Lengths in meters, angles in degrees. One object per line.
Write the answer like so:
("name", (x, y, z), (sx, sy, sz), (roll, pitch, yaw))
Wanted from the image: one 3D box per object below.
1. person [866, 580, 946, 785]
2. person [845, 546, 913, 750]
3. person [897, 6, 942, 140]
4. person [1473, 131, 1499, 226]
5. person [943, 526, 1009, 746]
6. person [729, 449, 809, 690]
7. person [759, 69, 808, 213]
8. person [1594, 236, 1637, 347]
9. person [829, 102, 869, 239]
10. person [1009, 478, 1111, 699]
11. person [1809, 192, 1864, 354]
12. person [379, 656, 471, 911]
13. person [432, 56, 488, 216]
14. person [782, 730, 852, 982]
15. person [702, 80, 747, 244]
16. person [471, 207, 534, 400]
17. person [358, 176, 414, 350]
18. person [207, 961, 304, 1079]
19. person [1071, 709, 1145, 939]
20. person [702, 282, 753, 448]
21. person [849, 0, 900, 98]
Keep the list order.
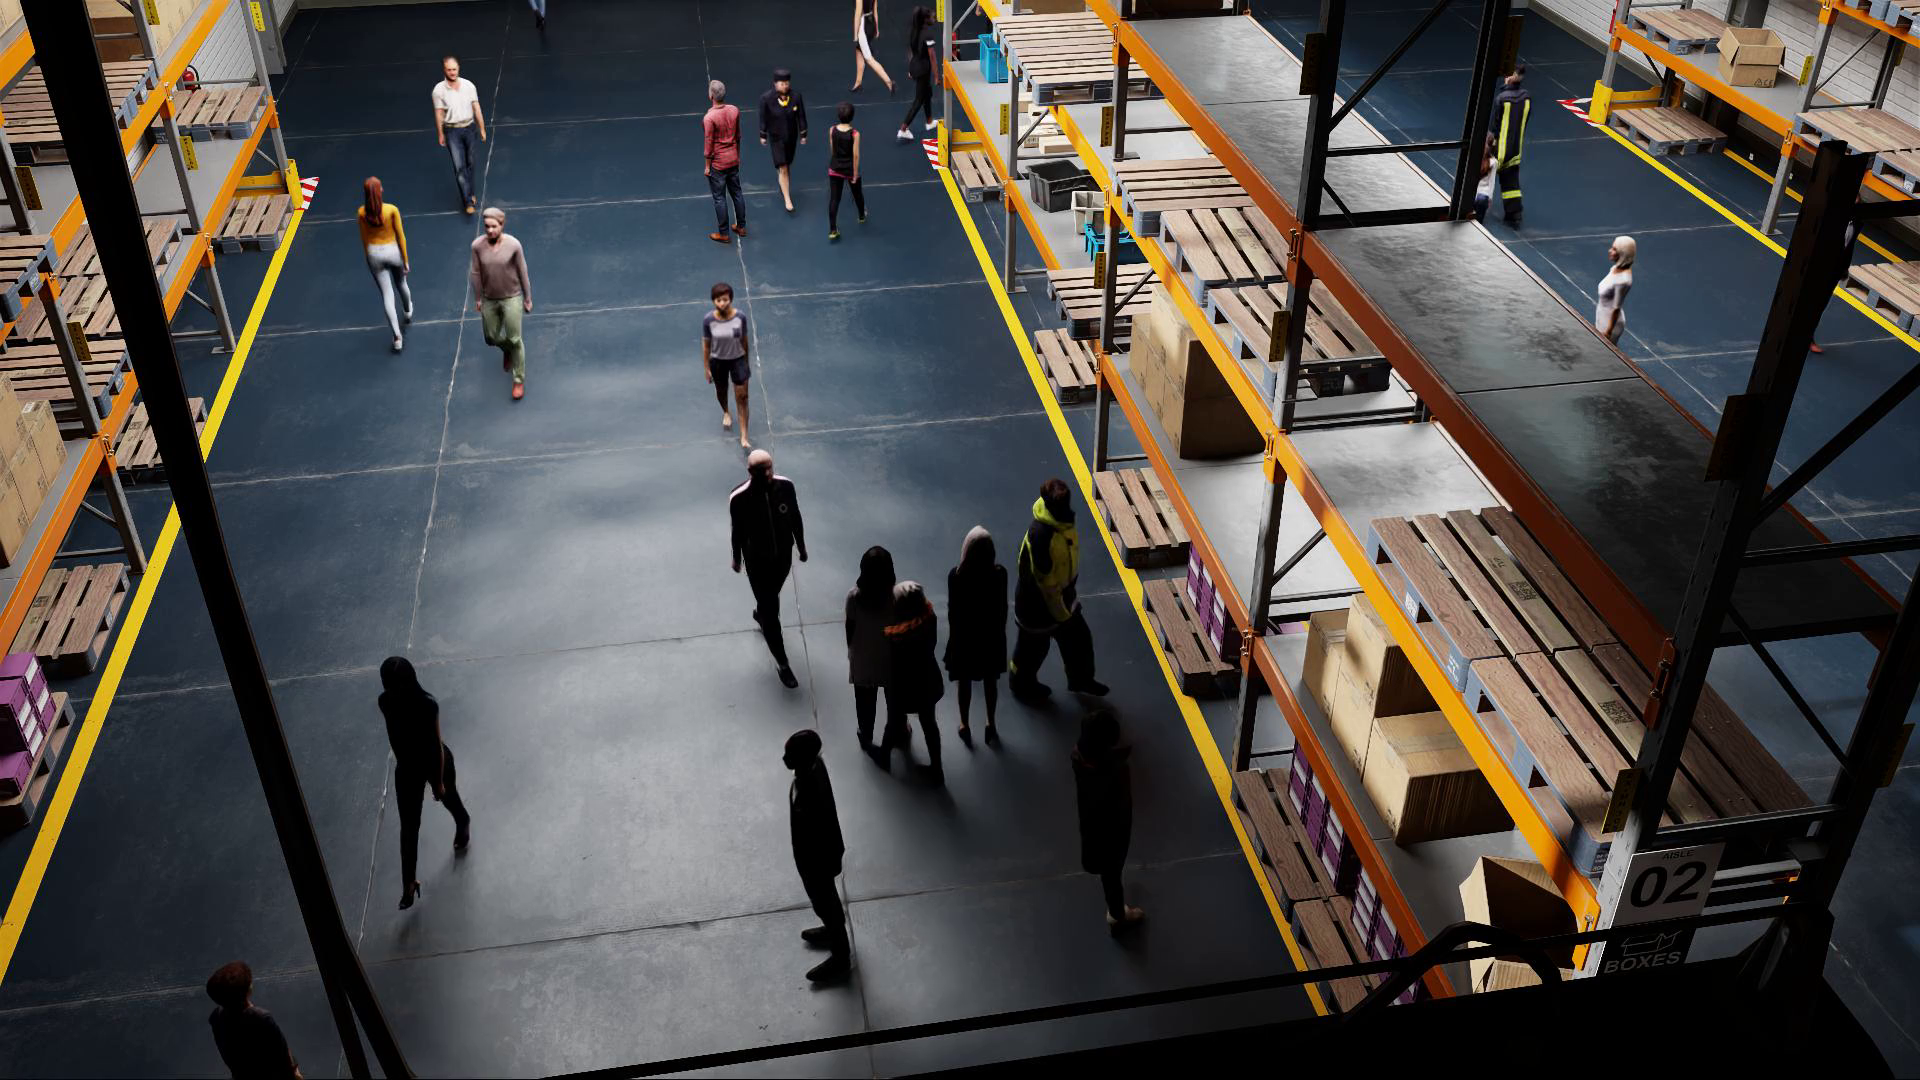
("person", (-0.250, 0.974, 11.094), (0.994, 1.612, 0.901), (27, 42, 34))
("person", (-0.556, 0.749, 11.434), (0.664, 1.610, 0.685), (-1, 34, -1))
("person", (-0.544, -6.010, 21.517), (0.929, 1.705, 1.093), (-20, 38, -27))
("person", (5.633, -3.689, 18.169), (0.627, 1.544, 0.718), (7, 34, 10))
("person", (0.119, 0.662, 11.445), (0.611, 1.743, 0.573), (-3, 34, -5))
("person", (-1.447, 0.091, 12.263), (0.977, 1.787, 1.302), (-17, 37, -24))
("person", (-2.099, -4.771, 19.726), (0.821, 1.624, 1.121), (-11, 35, -16))
("person", (6.032, -2.003, 15.450), (0.686, 1.747, 0.554), (5, 34, 8))
("person", (-1.350, -4.178, 18.940), (0.848, 1.506, 1.116), (8, 34, 12))
("person", (0.535, 0.357, 11.725), (1.136, 1.941, 1.101), (12, 36, 18))
("person", (8.572, -2.670, 16.471), (0.645, 1.727, 0.557), (-8, 35, -12))
("person", (-3.301, 1.380, 10.405), (0.798, 1.698, 1.151), (4, 34, 7))
("person", (-5.909, -4.837, 19.642), (0.862, 1.826, 1.124), (-14, 36, -20))
("person", (-0.825, 1.804, 9.681), (0.720, 1.793, 0.483), (-6, 34, -9))
("person", (-2.680, -4.289, 18.814), (0.781, 1.830, 0.760), (26, 42, 34))
("person", (-4.335, -2.308, 15.808), (0.759, 1.859, 0.967), (-2, 34, -3))
("person", (-5.719, -2.725, 16.582), (0.649, 1.697, 1.151), (-8, 35, -12))
("person", (-3.605, 2.765, 8.556), (0.716, 1.439, 0.855), (8, 34, 12))
("person", (0.946, 1.651, 10.045), (0.966, 1.645, 0.927), (0, 34, 0))
("person", (-2.119, -1.650, 15.128), (0.566, 1.515, 0.991), (-5, 34, -8))
("person", (-1.215, -6.914, 22.822), (1.093, 1.765, 1.085), (18, 37, 24))
